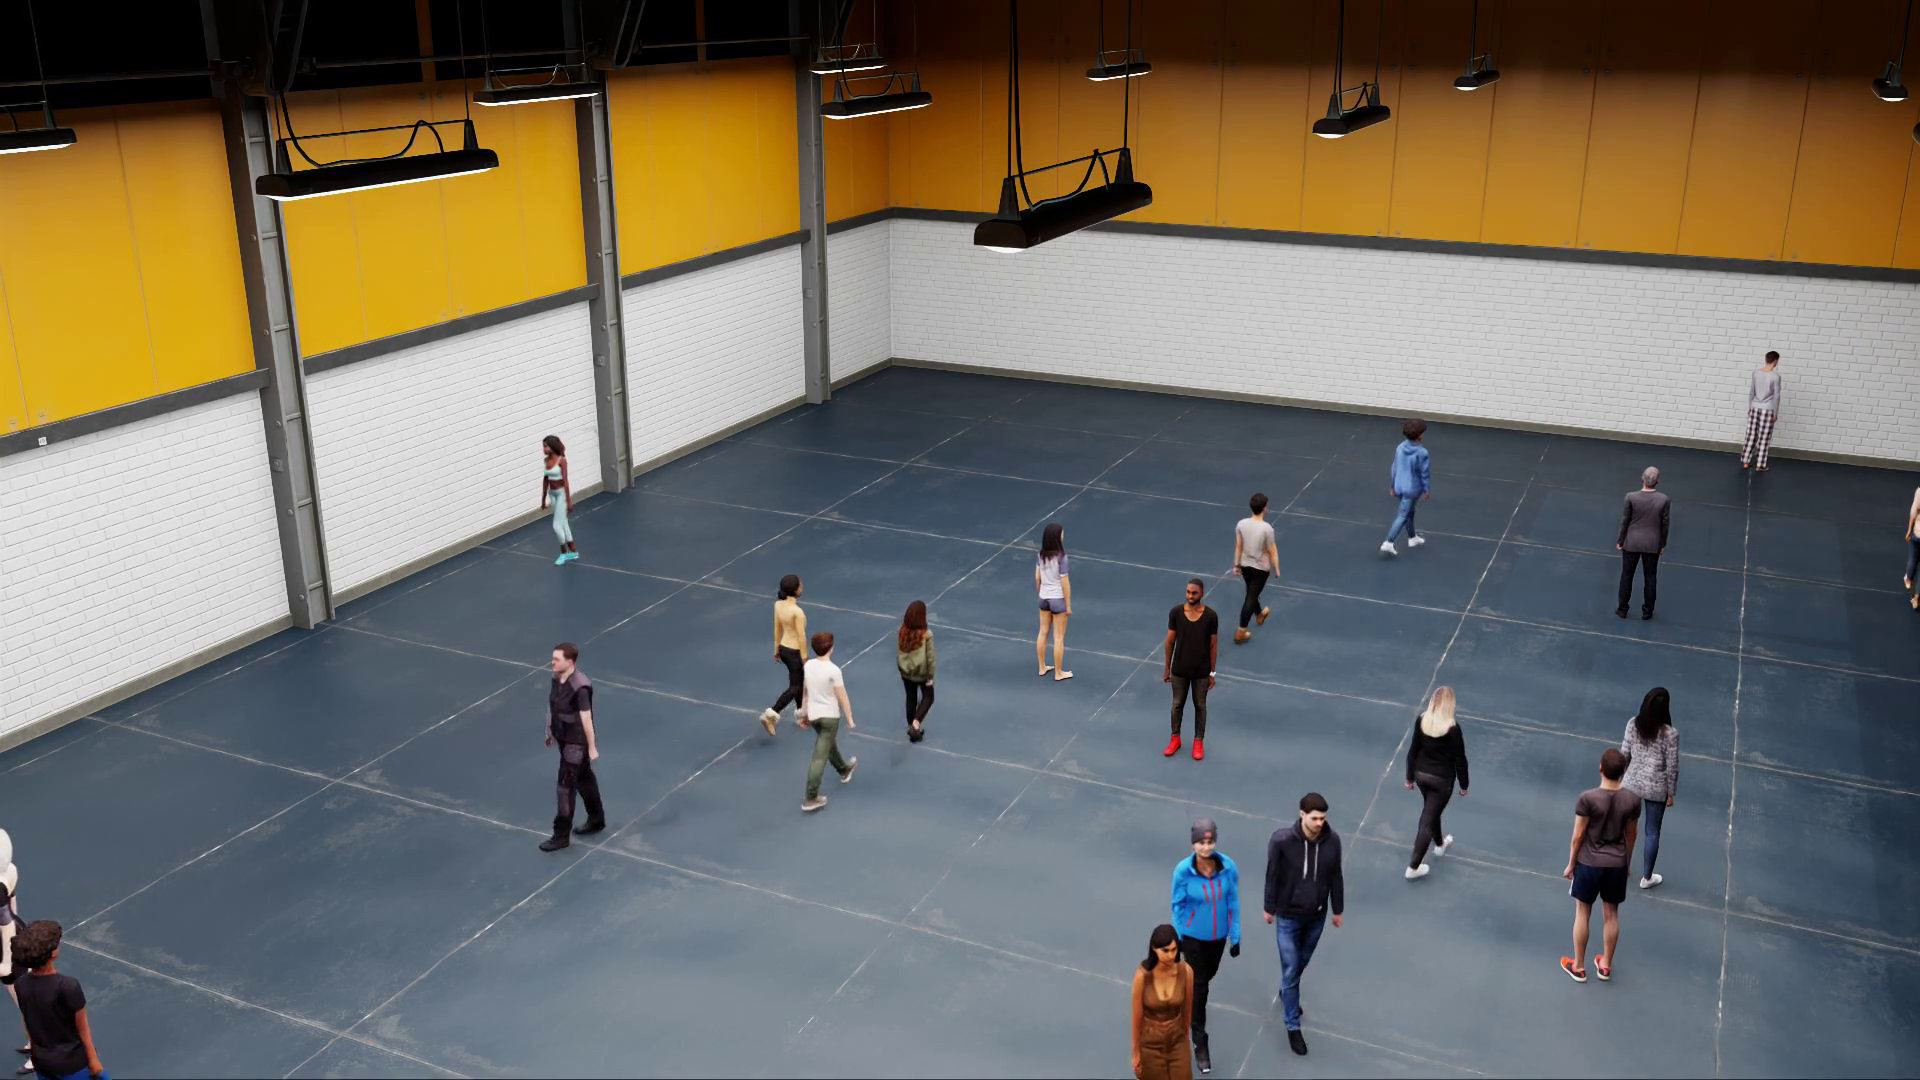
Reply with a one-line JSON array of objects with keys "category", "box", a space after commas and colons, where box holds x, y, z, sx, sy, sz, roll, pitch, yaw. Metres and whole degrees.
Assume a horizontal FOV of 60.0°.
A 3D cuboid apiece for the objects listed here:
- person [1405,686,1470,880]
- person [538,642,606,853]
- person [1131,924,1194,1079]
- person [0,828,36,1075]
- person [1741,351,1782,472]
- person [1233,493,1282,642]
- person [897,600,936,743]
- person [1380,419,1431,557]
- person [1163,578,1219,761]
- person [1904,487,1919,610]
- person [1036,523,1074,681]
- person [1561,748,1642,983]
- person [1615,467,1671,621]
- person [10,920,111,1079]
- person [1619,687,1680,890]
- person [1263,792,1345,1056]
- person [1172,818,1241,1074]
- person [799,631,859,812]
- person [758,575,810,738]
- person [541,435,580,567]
[{"category": "person", "box": [3.867, 2.044, 13.790, 1.091, 1.657, 0.888, -16, 24, -39]}, {"category": "person", "box": [-3.264, 1.739, 14.429, 1.087, 1.826, 0.993, -13, 23, -34]}, {"category": "person", "box": [1.236, 3.138, 10.510, 0.670, 1.678, 0.708, -3, 19, -8]}, {"category": "person", "box": [-6.455, 2.779, 11.337, 0.690, 1.829, 0.636, -7, 20, -20]}, {"category": "person", "box": [12.286, -1.984, 25.454, 0.708, 1.845, 0.704, -12, 22, -32]}, {"category": "person", "box": [3.286, 0.341, 18.811, 0.843, 1.678, 1.155, 16, 25, 40]}, {"category": "person", "box": [-0.461, 1.321, 16.232, 0.579, 1.468, 0.642, 9, 21, 25]}, {"category": "person", "box": [5.775, -0.659, 21.622, 1.256, 1.779, 1.061, -11, 22, -30]}, {"category": "person", "box": [2.231, 1.220, 16.004, 0.679, 1.804, 0.567, 6, 19, 16]}, {"category": "person", "box": [11.532, -0.029, 19.798, 0.613, 1.751, 1.073, 8, 20, 24]}, {"category": "person", "box": [1.000, 0.646, 17.820, 0.645, 1.734, 0.615, 17, 25, 41]}, {"category": "person", "box": [4.767, 2.419, 12.370, 0.719, 1.852, 0.699, 0, 19, 0]}, {"category": "person", "box": [7.995, 0.027, 19.490, 0.740, 1.842, 0.647, 5, 19, 16]}, {"category": "person", "box": [-5.535, 3.190, 10.179, 0.731, 1.789, 0.883, 4, 19, 11]}, {"category": "person", "box": [5.657, 2.022, 13.739, 0.676, 1.731, 0.632, 16, 25, 40]}, {"category": "person", "box": [2.411, 2.601, 11.821, 1.023, 1.857, 1.154, -3, 19, -8]}, {"category": "person", "box": [1.691, 2.726, 11.606, 1.022, 1.757, 1.225, -3, 19, -8]}, {"category": "person", "box": [-1.284, 1.662, 15.000, 0.724, 1.607, 1.141, 12, 22, 33]}, {"category": "person", "box": [-1.718, 1.161, 16.447, 1.099, 1.634, 0.866, -16, 24, -39]}, {"category": "person", "box": [-5.069, -0.530, 21.352, 0.675, 1.707, 0.742, 14, 23, 36]}]
